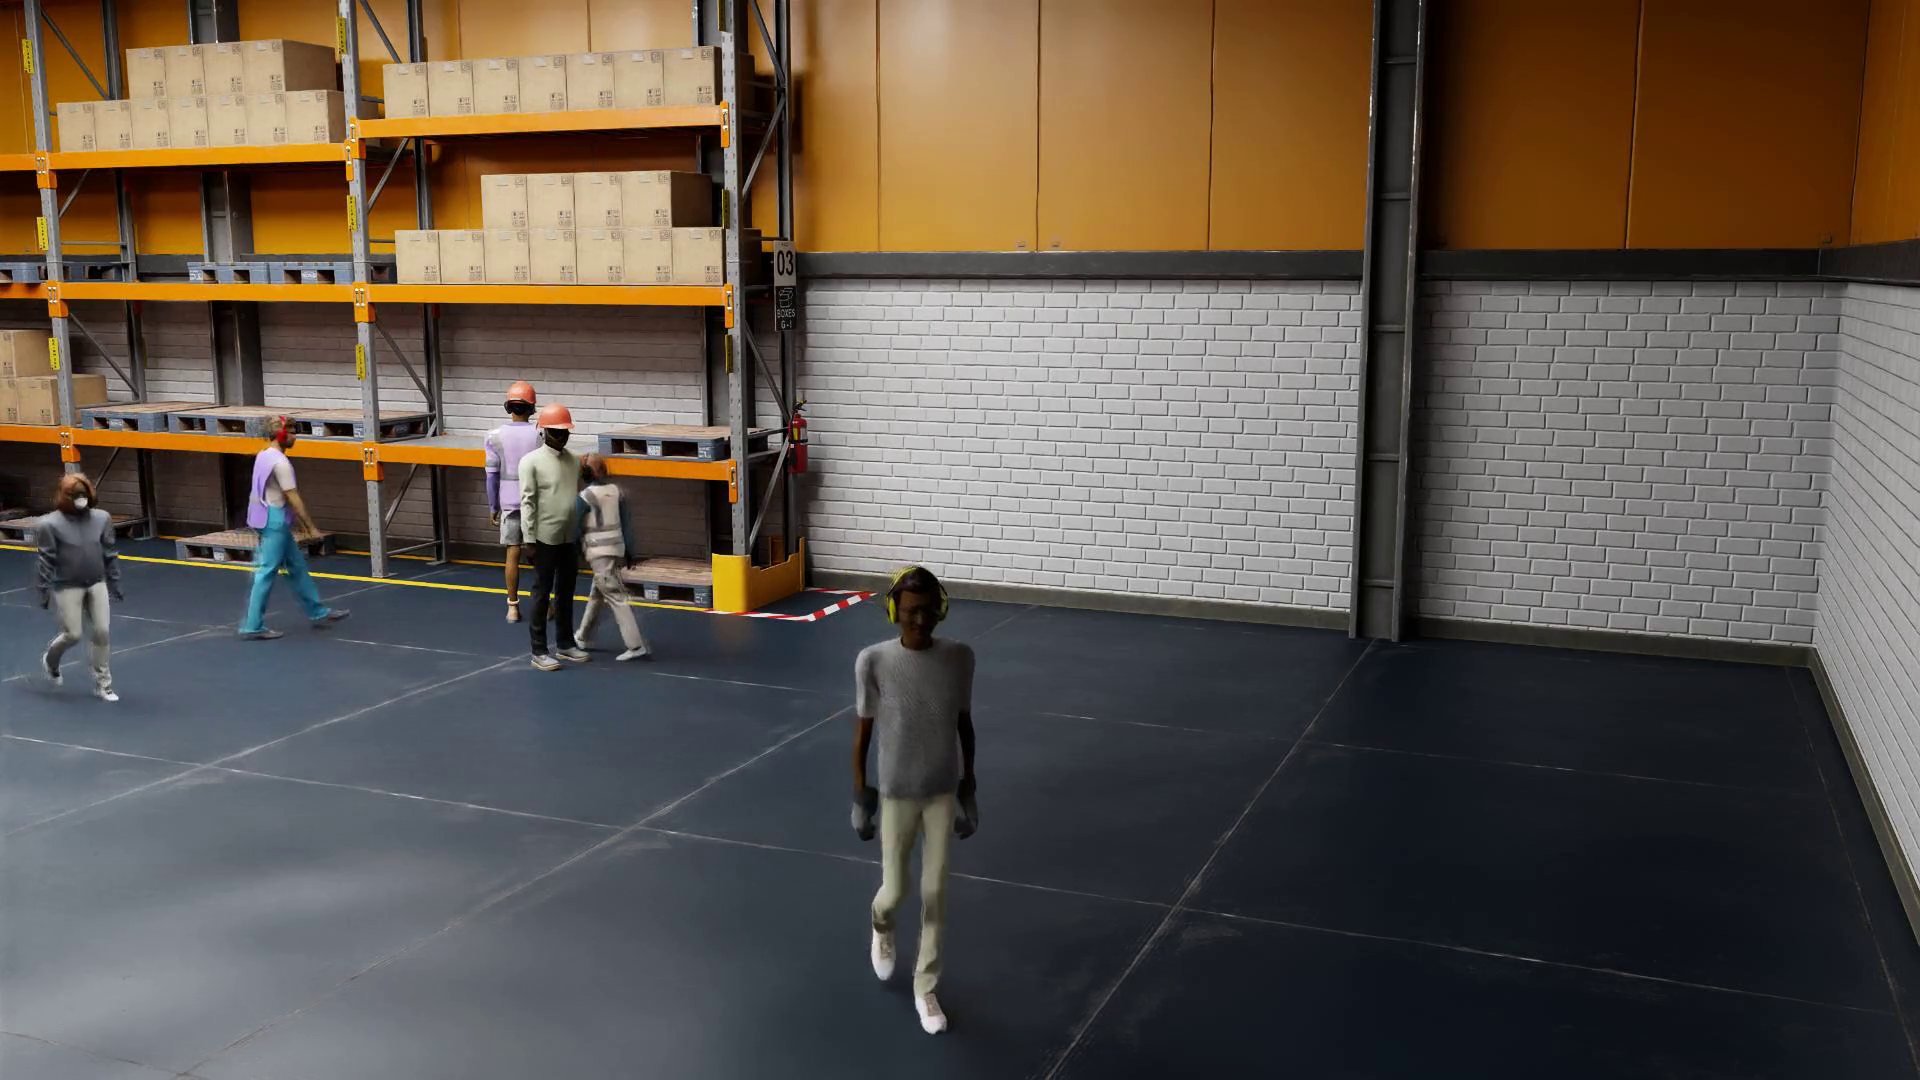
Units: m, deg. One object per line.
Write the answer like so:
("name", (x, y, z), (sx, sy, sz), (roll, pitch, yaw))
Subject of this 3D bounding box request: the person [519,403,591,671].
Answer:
("person", (-3.018, -0.032, 12.475), (0.397, 1.992, 0.621), (6, 11, 31))

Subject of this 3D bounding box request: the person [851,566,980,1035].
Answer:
("person", (-0.180, 1.000, 6.671), (0.512, 1.853, 0.567), (-2, 10, -15))

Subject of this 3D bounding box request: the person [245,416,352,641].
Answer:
("person", (-5.405, -0.101, 13.484), (0.941, 1.793, 0.564), (-6, 11, -32))

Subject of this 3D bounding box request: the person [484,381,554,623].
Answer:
("person", (-3.671, -0.314, 14.036), (0.613, 2.043, 0.374), (-1, 9, -8))

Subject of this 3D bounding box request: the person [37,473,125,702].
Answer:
("person", (-6.122, 0.319, 11.507), (0.555, 1.612, 0.525), (7, 12, 36))

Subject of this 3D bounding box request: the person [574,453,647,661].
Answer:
("person", (-2.748, 0.125, 12.757), (0.890, 1.584, 0.527), (5, 10, 26))
